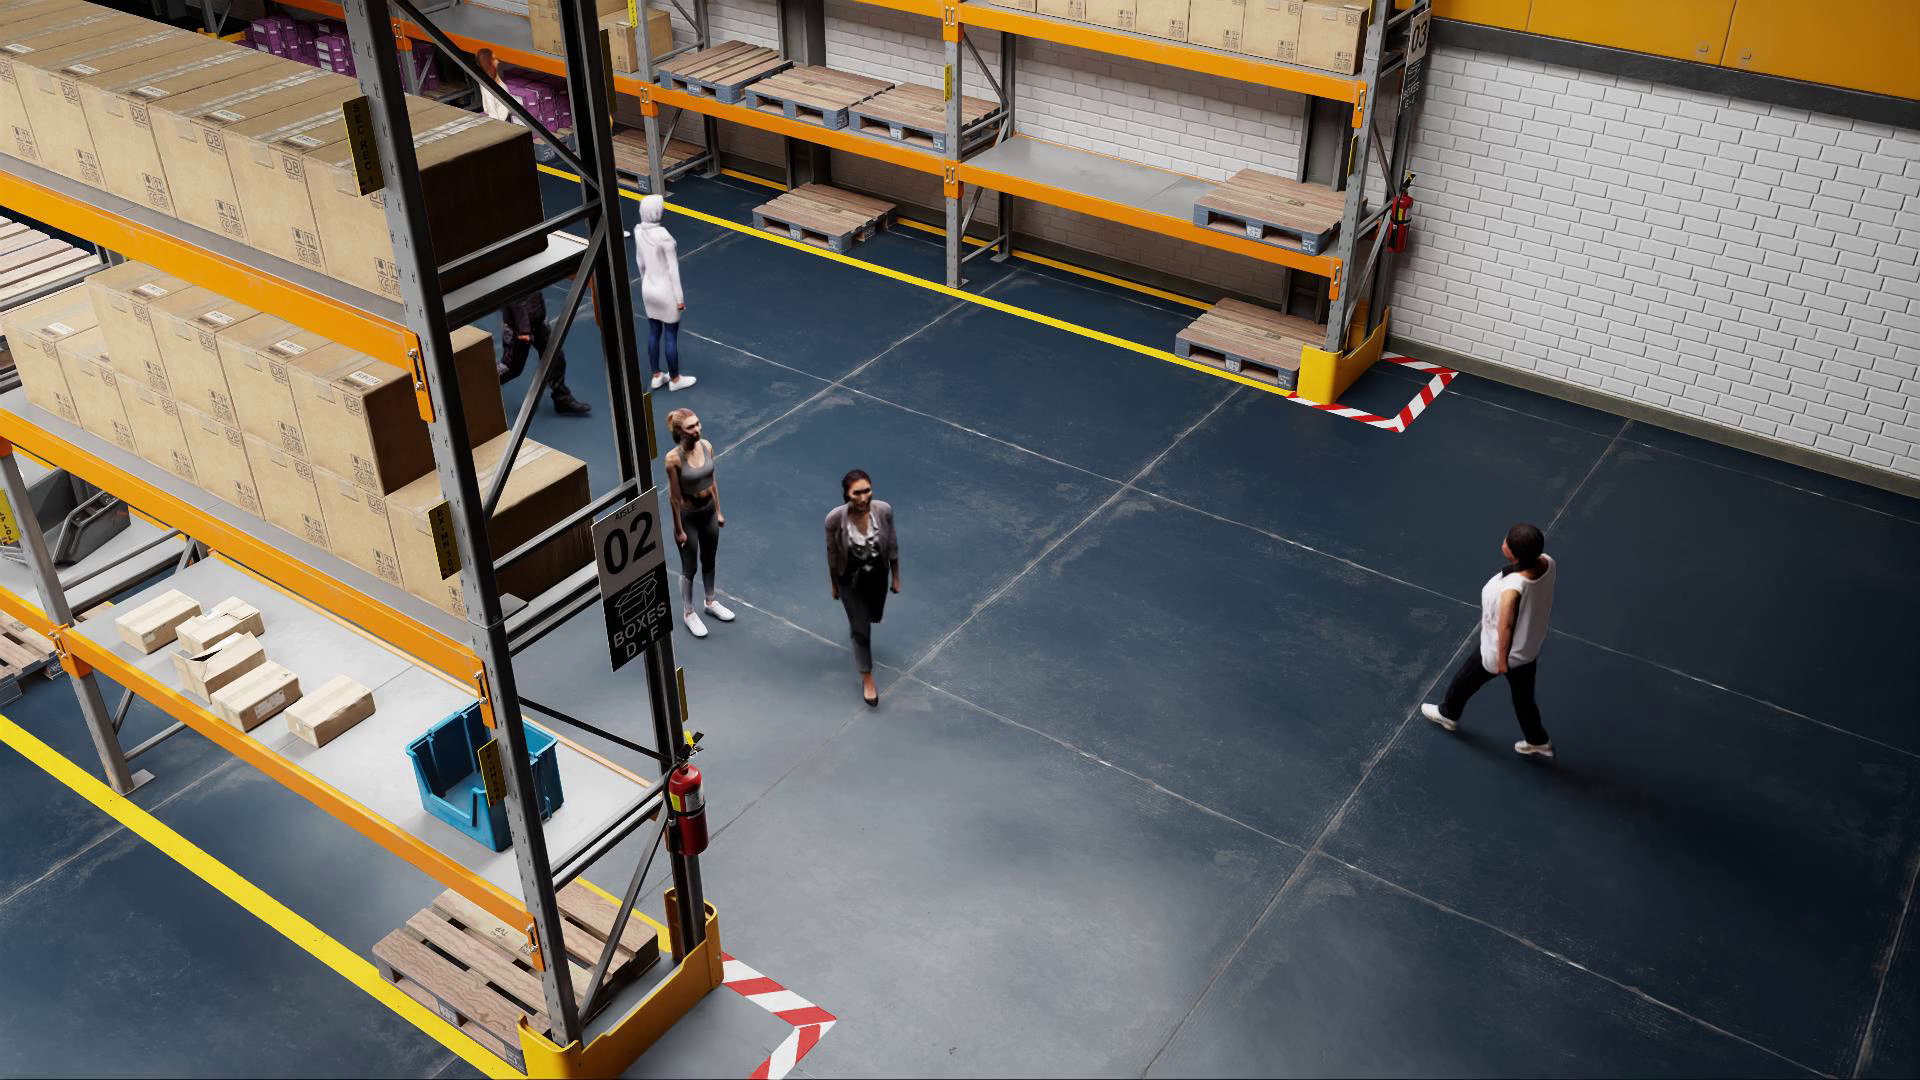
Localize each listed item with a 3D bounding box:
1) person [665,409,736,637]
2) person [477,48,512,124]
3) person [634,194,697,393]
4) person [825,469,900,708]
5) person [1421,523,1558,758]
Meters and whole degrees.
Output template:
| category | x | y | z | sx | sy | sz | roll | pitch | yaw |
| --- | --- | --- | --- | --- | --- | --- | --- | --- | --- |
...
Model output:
| category | x | y | z | sx | sy | sz | roll | pitch | yaw |
| --- | --- | --- | --- | --- | --- | --- | --- | --- | --- |
| person | -1.815 | -0.146 | 11.407 | 0.580 | 1.701 | 0.583 | 26 | 42 | 34 |
| person | -4.985 | -4.459 | 17.913 | 0.730 | 1.682 | 0.696 | -2 | 34 | -2 |
| person | -2.587 | -2.122 | 14.312 | 0.484 | 1.776 | 0.671 | 22 | 40 | 30 |
| person | -0.648 | 0.227 | 10.891 | 1.004 | 1.652 | 1.124 | -10 | 35 | -14 |
| person | 3.443 | 0.642 | 10.262 | 0.864 | 1.656 | 1.172 | -24 | 40 | -31 |
